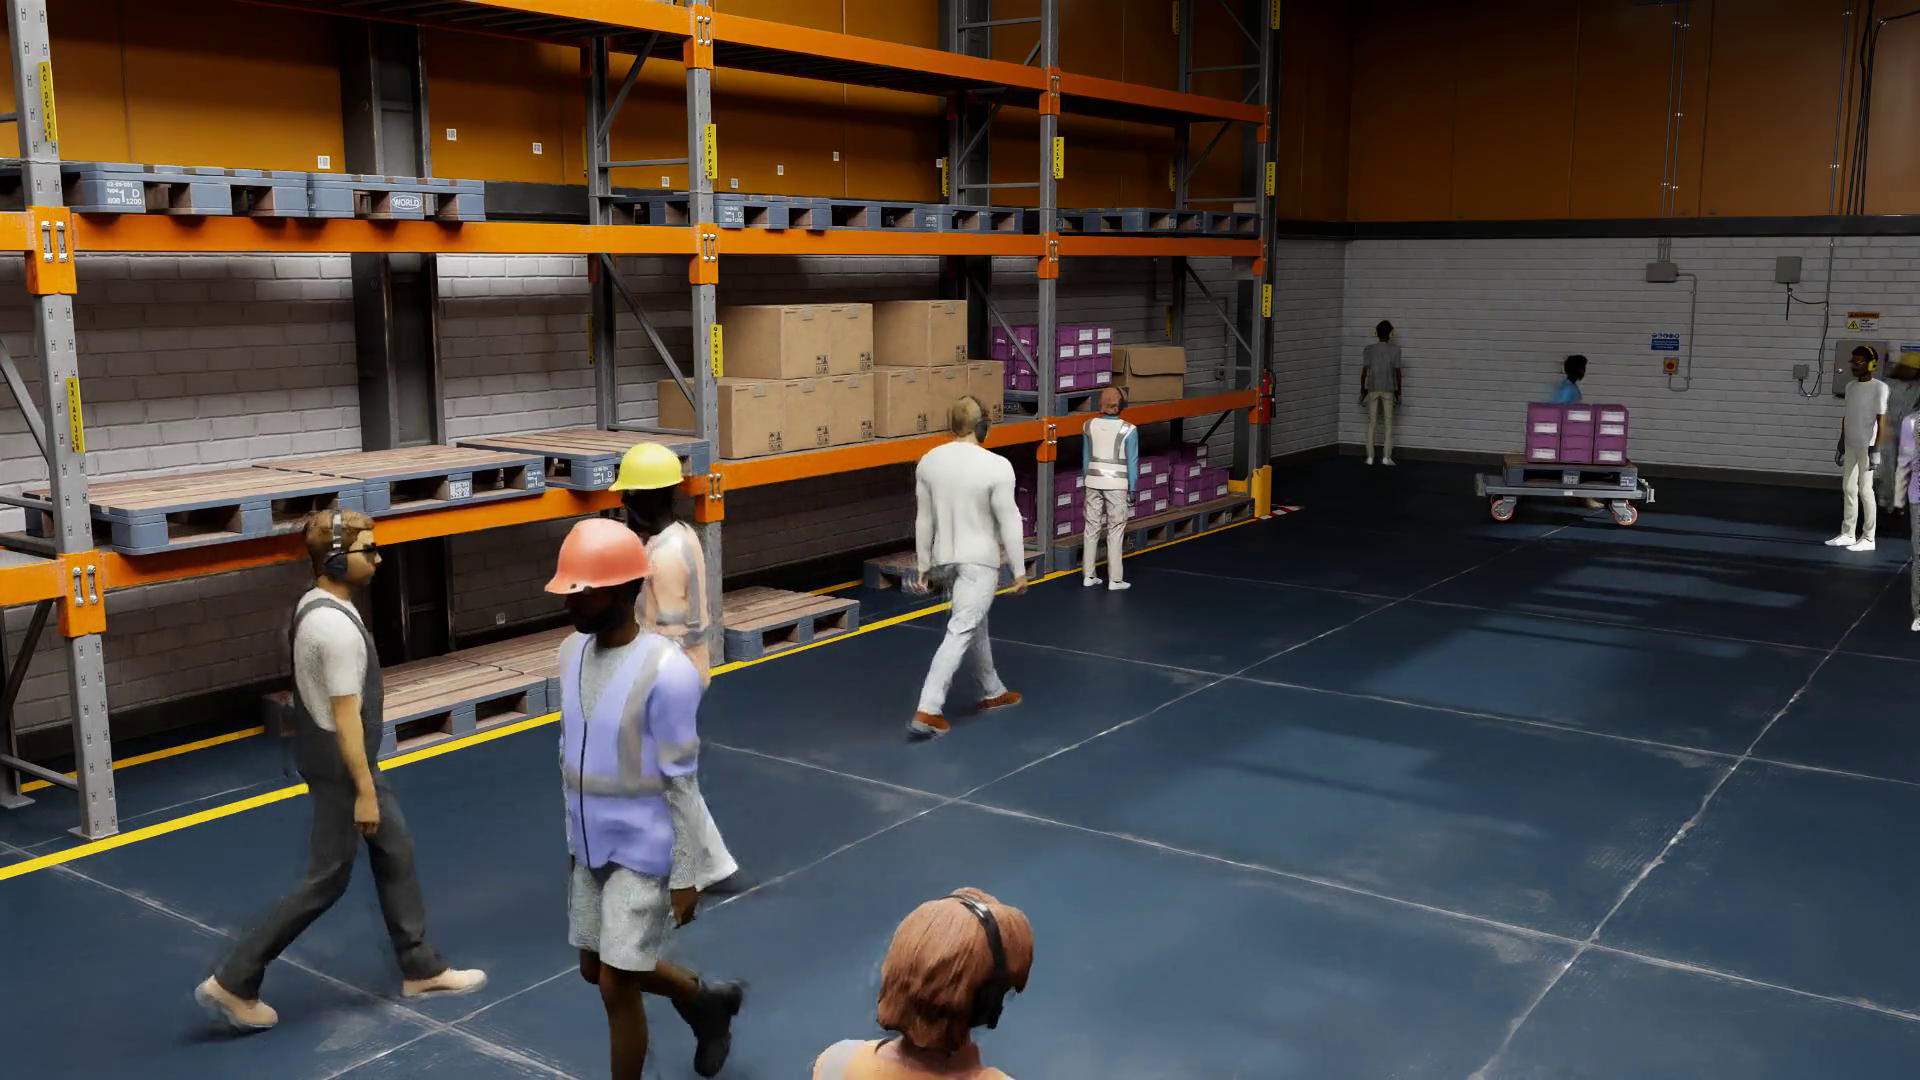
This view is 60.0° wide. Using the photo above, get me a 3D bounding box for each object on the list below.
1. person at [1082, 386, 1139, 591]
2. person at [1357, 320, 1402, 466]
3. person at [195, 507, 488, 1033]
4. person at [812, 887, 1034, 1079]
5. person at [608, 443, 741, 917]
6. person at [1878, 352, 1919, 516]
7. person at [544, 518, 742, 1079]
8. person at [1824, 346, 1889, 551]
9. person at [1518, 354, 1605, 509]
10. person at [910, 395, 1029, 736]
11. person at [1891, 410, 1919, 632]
[{"bbox_3d":[1.192,-0.409,13.301,0.509,1.627,0.321,6,12,34],"label":"person"},{"bbox_3d":[5.383,-1.876,21.388,0.589,1.868,0.417,4,10,24],"label":"person"},{"bbox_3d":[-2.158,0.784,5.674,0.915,1.813,0.521,-4,10,-23],"label":"person"},{"bbox_3d":[-0.027,1.360,2.747,0.545,1.621,0.367,6,11,33],"label":"person"},{"bbox_3d":[-1.168,0.575,6.610,0.410,1.934,0.624,-2,10,-9],"label":"person"},{"bbox_3d":[9.820,-1.140,17.466,0.520,1.695,0.874,1,10,6],"label":"person"},{"bbox_3d":[-0.927,0.866,4.875,0.550,1.918,0.748,8,12,39],"label":"person"},{"bbox_3d":[8.193,-0.834,15.155,0.316,1.861,0.514,-2,10,-10],"label":"person"},{"bbox_3d":[6.404,-1.164,17.746,0.902,1.652,0.527,4,10,21],"label":"person"},{"bbox_3d":[0.033,0.131,9.338,0.646,1.893,1.036,8,13,40],"label":"person"},{"bbox_3d":[6.930,-0.294,11.755,0.587,1.915,0.462,6,11,34],"label":"person"}]
